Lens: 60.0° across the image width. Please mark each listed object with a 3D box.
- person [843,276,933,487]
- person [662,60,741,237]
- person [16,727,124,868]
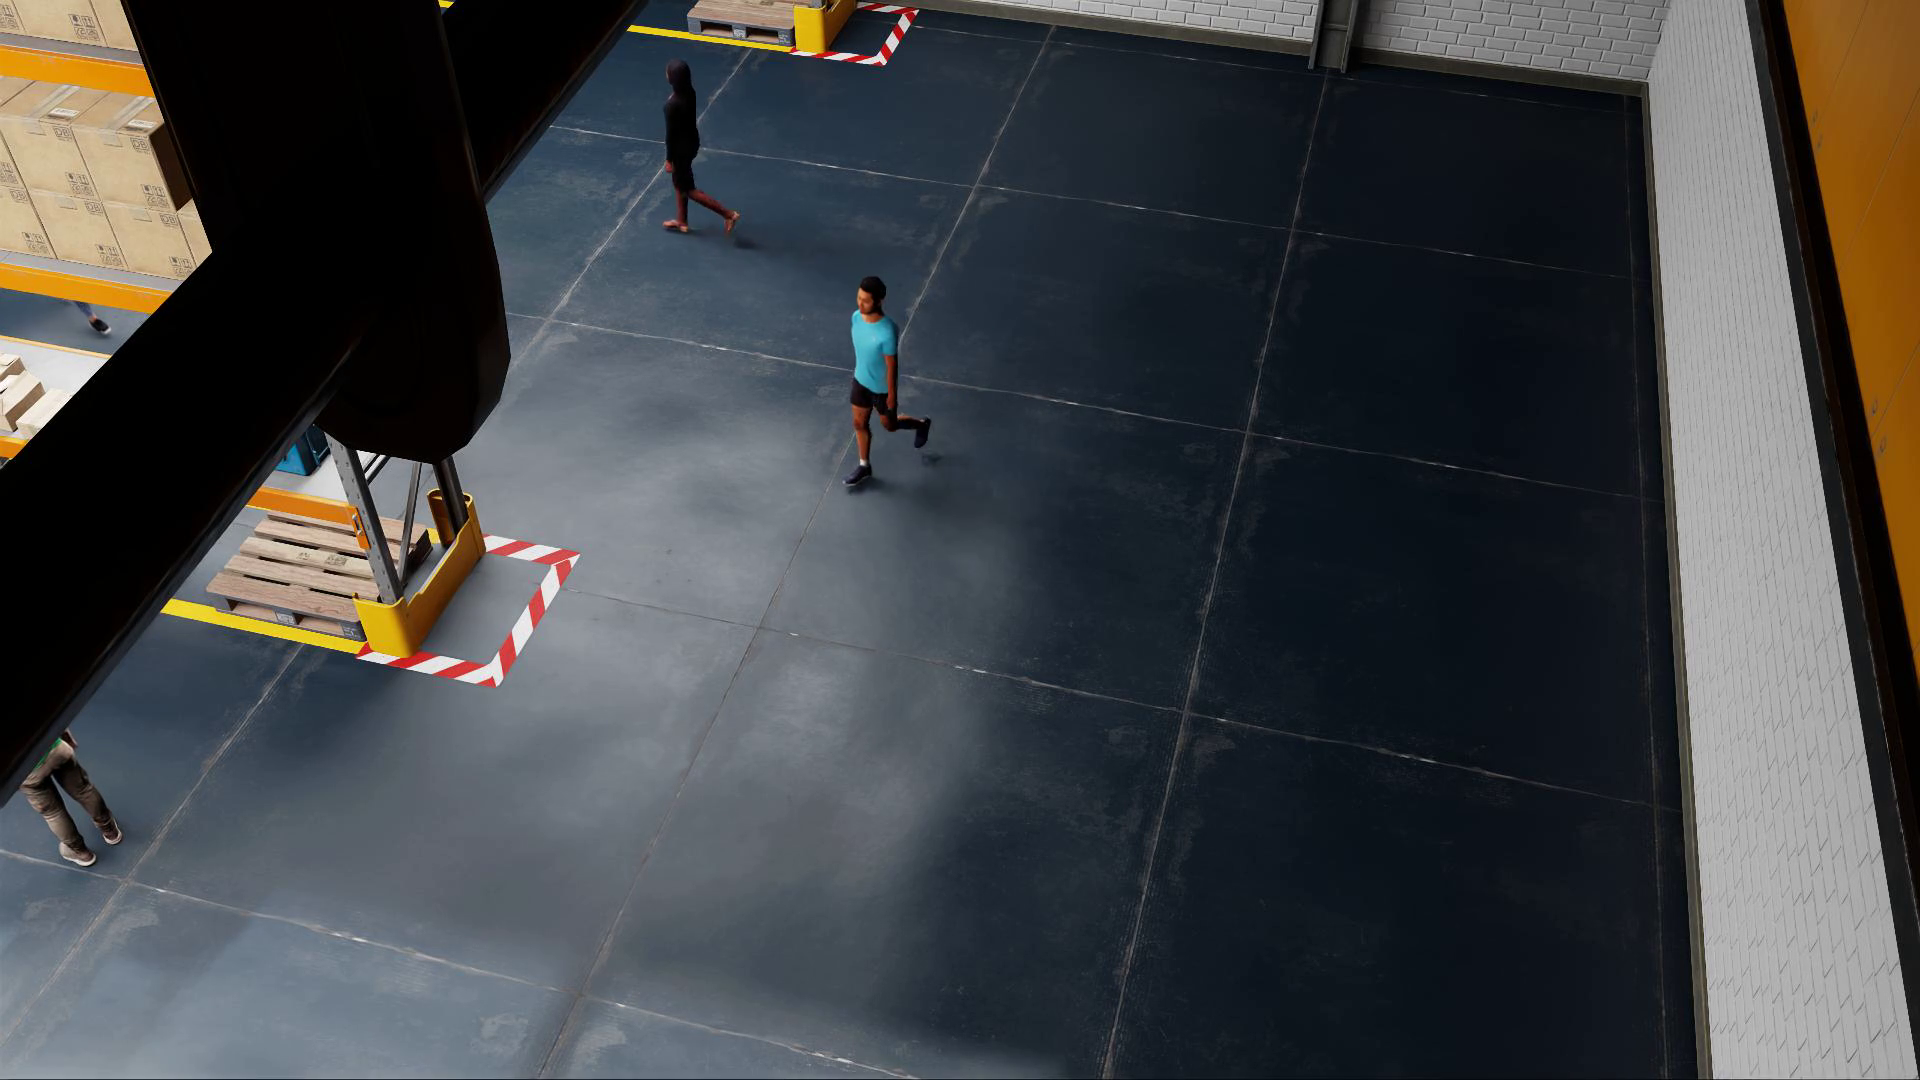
[{"bbox_3d":[-0.544,-1.199,12.265,1.032,1.750,1.092,-34,53,-30],"label":"person"},{"bbox_3d":[-2.346,-3.386,14.594,1.006,1.703,0.641,9,44,9],"label":"person"},{"bbox_3d":[-5.366,1.294,9.720,0.638,1.651,0.662,26,49,25],"label":"person"}]
